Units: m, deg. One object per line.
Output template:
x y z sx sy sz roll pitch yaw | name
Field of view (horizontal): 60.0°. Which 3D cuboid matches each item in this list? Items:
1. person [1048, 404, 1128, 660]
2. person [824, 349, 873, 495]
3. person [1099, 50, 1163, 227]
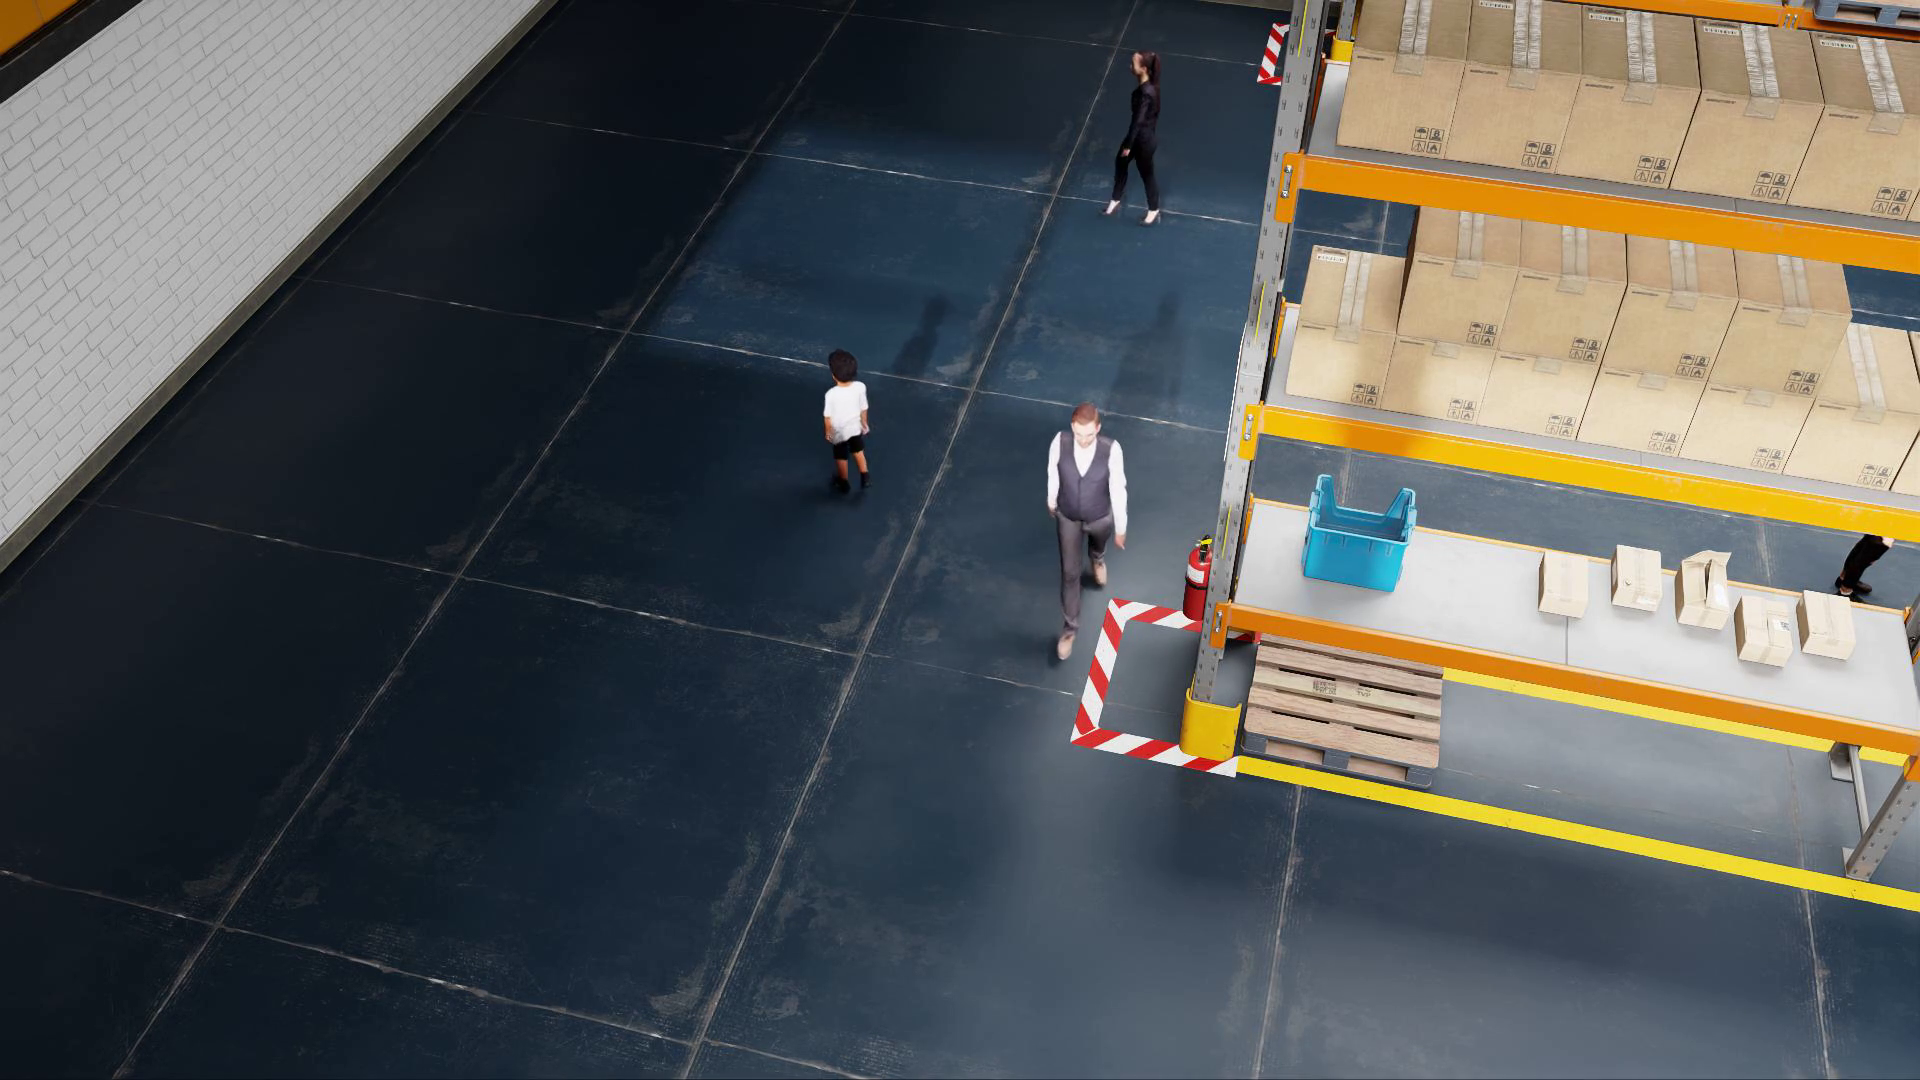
0.846 -0.236 10.957 1.198 1.907 0.810 6 44 6 | person
-0.796 -0.805 12.031 0.662 1.250 0.723 -23 48 -22 | person
1.672 -3.473 14.513 0.834 1.690 0.685 2 44 2 | person
